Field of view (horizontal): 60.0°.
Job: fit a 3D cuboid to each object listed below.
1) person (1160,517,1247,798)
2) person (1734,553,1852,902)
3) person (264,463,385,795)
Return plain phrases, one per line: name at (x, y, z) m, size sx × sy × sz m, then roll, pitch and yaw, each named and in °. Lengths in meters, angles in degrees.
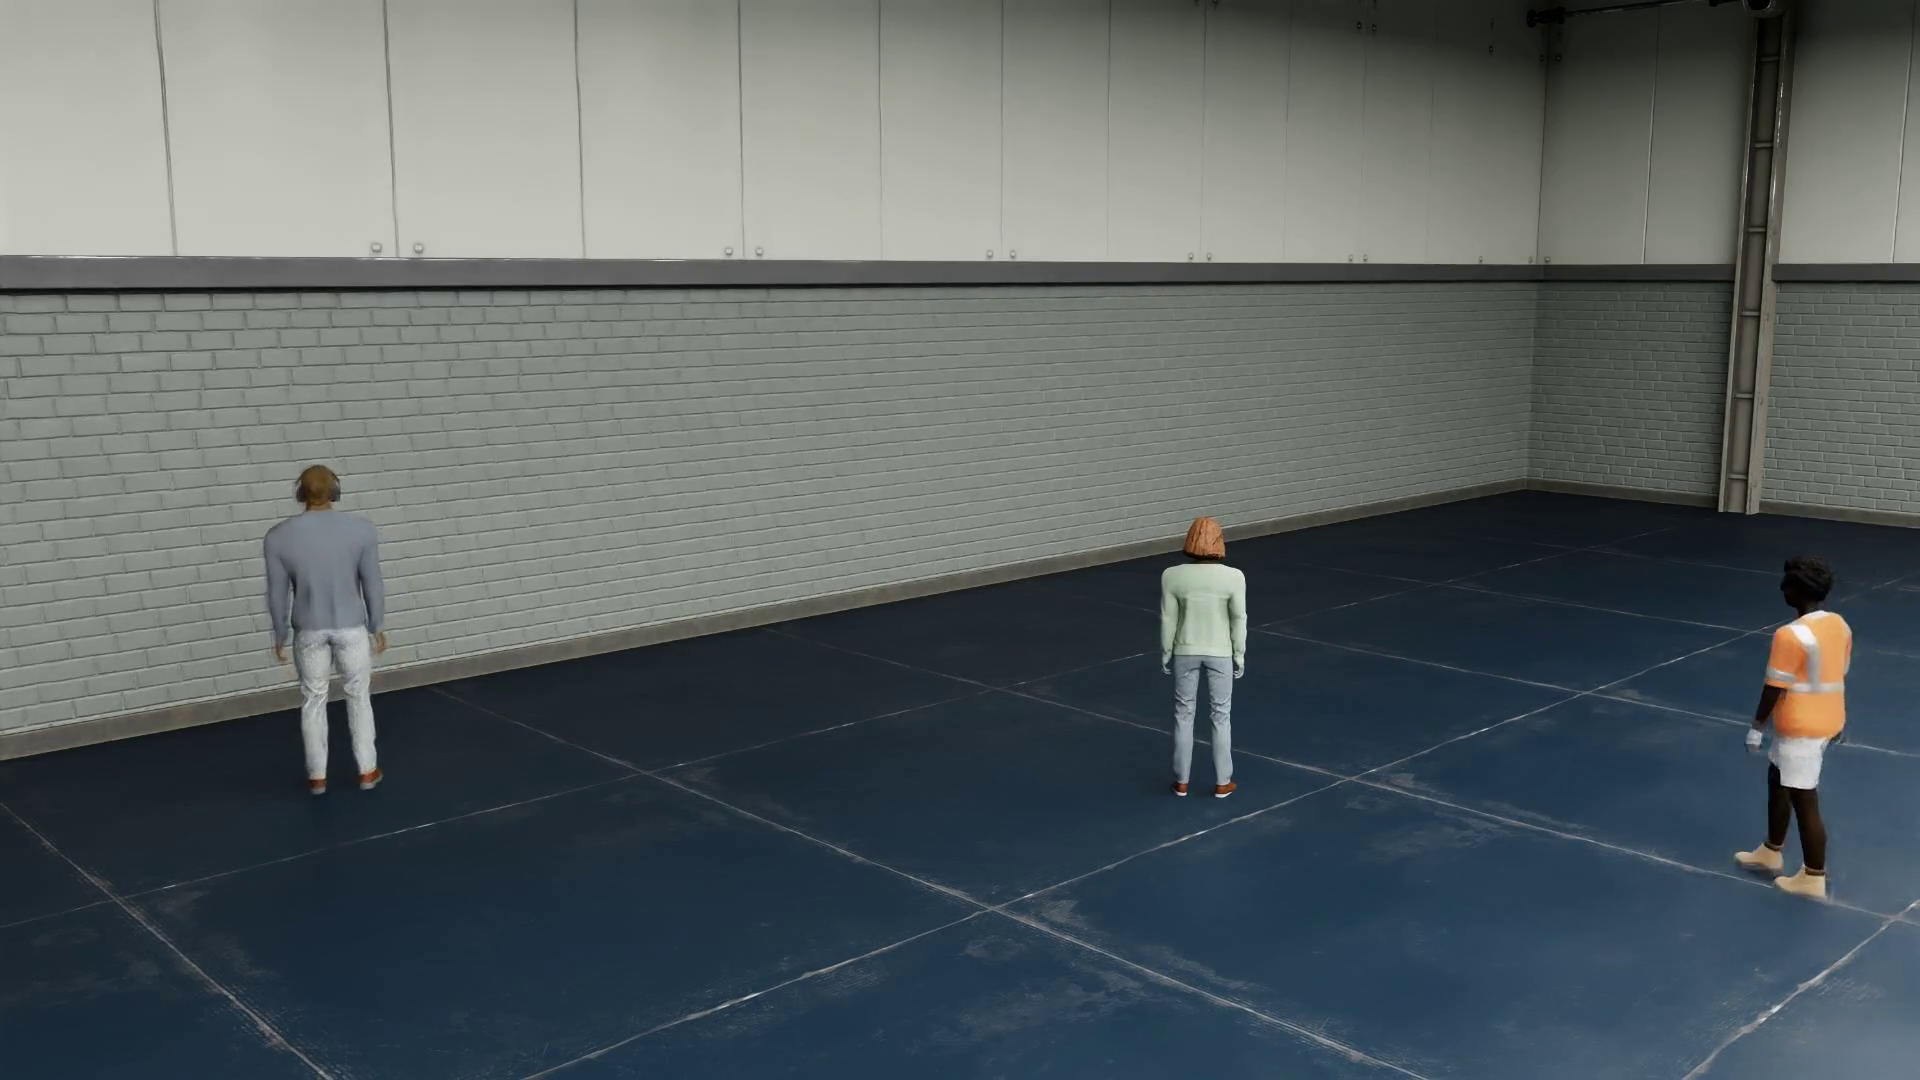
person at (1.403, 0.678, 9.618) m, size 0.498 × 1.634 × 0.280 m, roll 2°, pitch 9°, yaw 13°
person at (4.018, 0.890, 8.140) m, size 0.558 × 1.671 × 0.656 m, roll -7°, pitch 11°, yaw -36°
person at (-3.667, 0.519, 9.670) m, size 0.633 × 1.939 × 0.365 m, roll -3°, pitch 10°, yaw -18°
